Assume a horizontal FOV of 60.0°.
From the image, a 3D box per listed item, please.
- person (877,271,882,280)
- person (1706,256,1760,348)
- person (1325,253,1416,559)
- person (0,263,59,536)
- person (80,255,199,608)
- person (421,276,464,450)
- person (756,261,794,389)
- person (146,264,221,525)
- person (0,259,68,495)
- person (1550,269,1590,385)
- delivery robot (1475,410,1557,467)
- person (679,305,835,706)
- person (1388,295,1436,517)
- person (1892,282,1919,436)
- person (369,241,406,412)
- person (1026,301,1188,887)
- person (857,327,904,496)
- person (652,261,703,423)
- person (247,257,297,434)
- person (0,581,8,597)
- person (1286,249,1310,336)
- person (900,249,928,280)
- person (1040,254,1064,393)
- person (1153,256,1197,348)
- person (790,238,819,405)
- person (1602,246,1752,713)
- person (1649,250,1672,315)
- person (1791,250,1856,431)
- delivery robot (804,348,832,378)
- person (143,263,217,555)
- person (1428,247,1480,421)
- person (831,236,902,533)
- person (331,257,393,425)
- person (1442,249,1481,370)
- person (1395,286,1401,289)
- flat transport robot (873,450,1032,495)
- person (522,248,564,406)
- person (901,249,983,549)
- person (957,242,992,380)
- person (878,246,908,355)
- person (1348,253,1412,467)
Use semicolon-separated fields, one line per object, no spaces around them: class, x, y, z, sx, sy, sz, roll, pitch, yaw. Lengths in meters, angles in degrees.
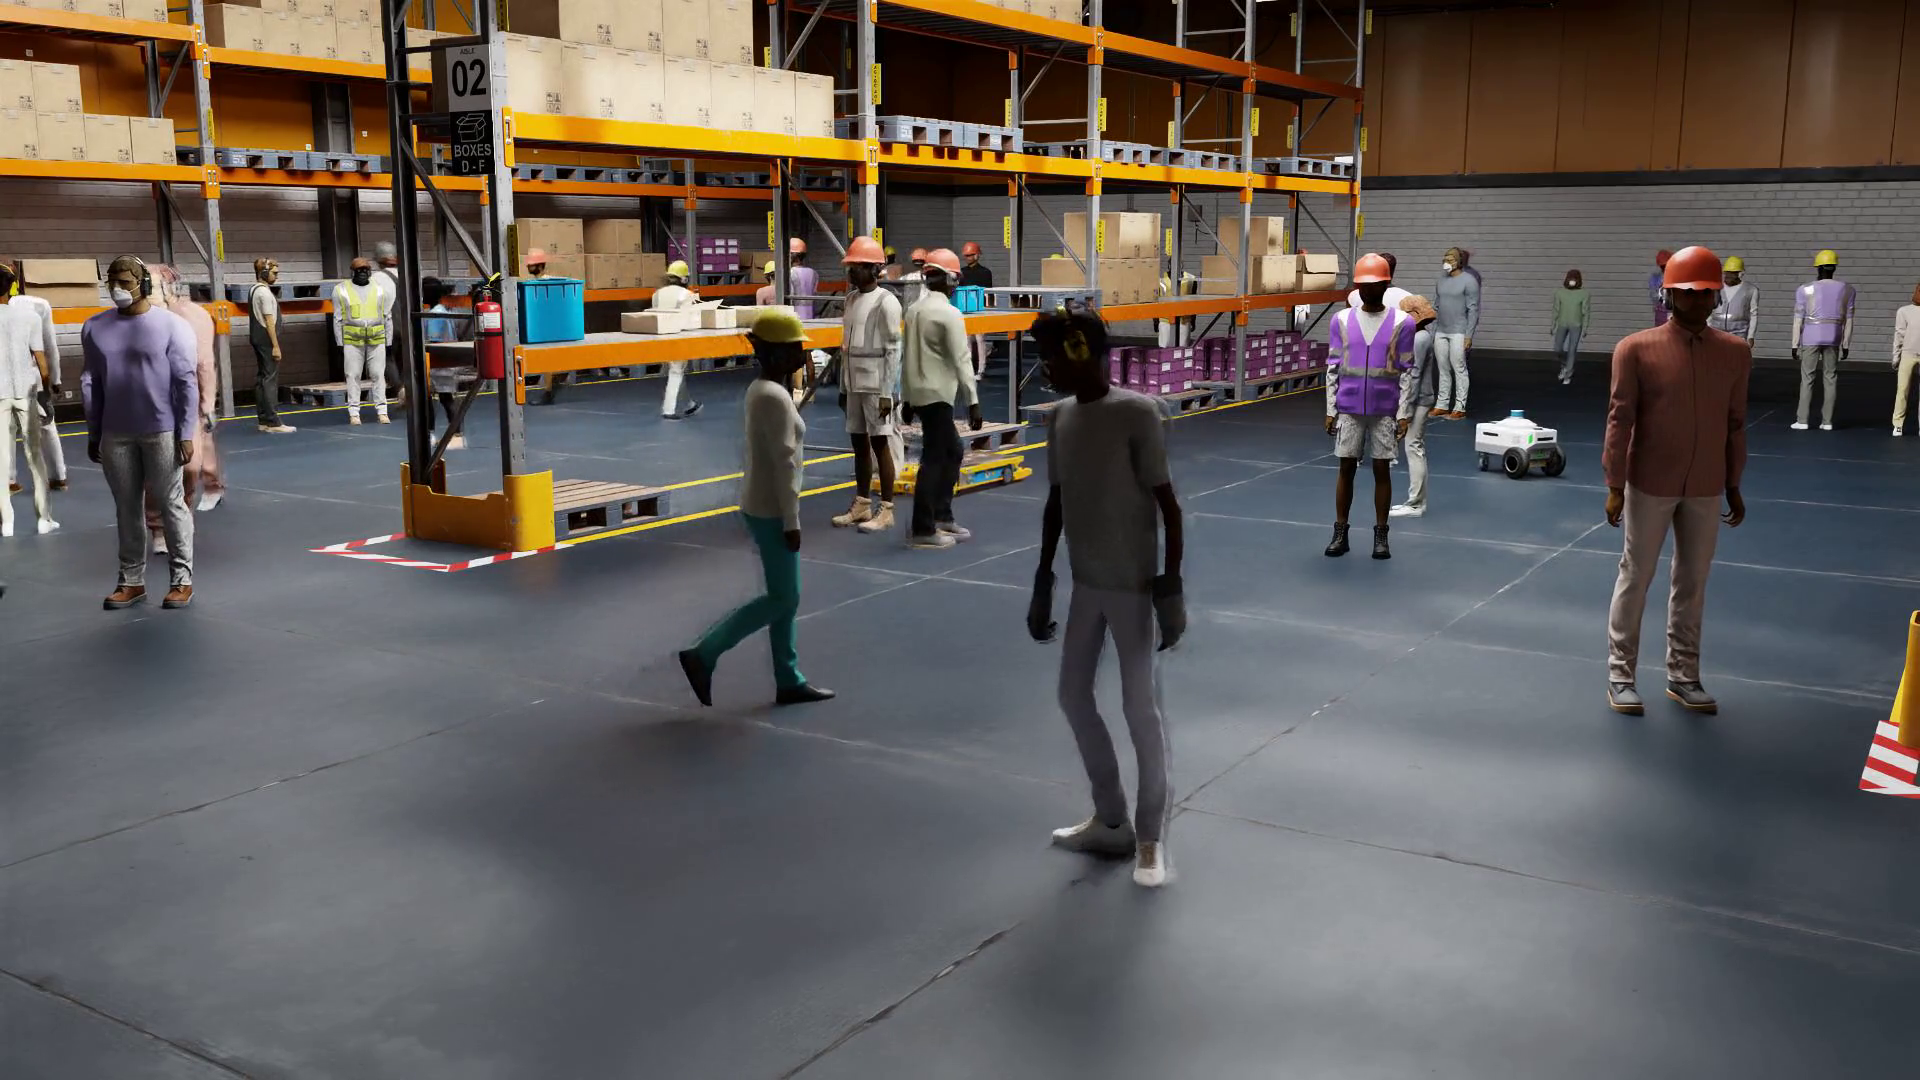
person;-1.288;-3.171;24.158;0.377;1.700;0.579;-1;10;-7
person;9.238;-2.484;19.979;0.598;1.828;0.403;8;13;37
person;2.595;-0.843;10.589;0.546;1.938;0.361;4;11;20
person;-6.512;-0.953;11.416;0.513;1.862;0.328;-5;11;-27
person;-4.502;-0.585;9.157;0.632;1.940;0.372;0;10;-1
person;-5.109;-1.688;15.984;0.640;1.674;0.548;-3;11;-16
person;-2.358;-2.659;21.157;0.523;1.759;0.350;-6;12;-32
person;-5.725;-1.076;12.132;0.638;1.861;0.990;-1;10;-3
person;-7.495;-1.294;13.252;0.600;1.876;0.356;-9;14;-41
person;8.591;-3.000;23.393;0.520;1.617;0.441;6;12;32
delivery robot;4.795;-0.880;14.363;0.477;0.478;0.707;-5;11;-25
person;-0.863;-0.121;7.090;0.619;1.751;0.531;-3;11;-15
person;3.335;-0.985;12.250;0.299;1.622;0.503;3;11;17
person;9.870;-1.863;17.114;0.493;1.625;0.281;5;11;27
person;-6.601;-2.484;19.392;0.572;2.000;0.698;8;13;38
person;0.477;0.171;5.299;0.360;1.843;0.589;-9;13;-40
person;-0.629;-1.168;13.238;0.312;1.634;0.519;-8;13;-38
person;-3.113;-2.228;18.677;0.616;1.782;0.913;6;12;30
person;-7.248;-2.029;17.431;0.344;1.841;0.504;-8;13;-38
person;-5.679;-0.511;8.902;0.931;1.880;0.651;-9;13;-39
person;5.333;-3.651;26.319;0.576;1.878;0.351;-10;14;-42
person;-0.553;-2.986;22.566;0.581;1.891;0.904;1;10;7
person;1.287;-2.874;22.133;0.404;1.832;0.600;-3;11;-16
person;2.980;-3.046;23.090;0.621;1.837;0.429;0;10;1
person;-2.004;-2.676;20.453;0.376;2.042;0.615;6;12;31
person;3.062;-0.245;7.110;0.624;1.993;0.385;-1;10;-4
person;10.600;-3.386;24.864;0.625;1.870;0.800;1;10;5
person;9.178;-2.121;17.738;0.590;1.919;0.401;2;10;11
delivery robot;-1.973;-2.453;23.083;0.477;0.478;0.707;0;10;0
person;-5.275;-0.885;10.995;0.648;1.878;0.823;-6;12;-30
person;5.552;-2.318;18.756;0.357;1.938;0.637;-5;11;-26
person;-0.654;-1.074;11.562;0.365;2.048;0.607;-8;13;-38
person;-6.544;-2.177;18.281;0.624;1.837;0.429;-5;12;-27
person;7.716;-3.534;25.652;0.652;1.881;0.735;-3;11;-16
person;5.760;-2.904;22.664;0.540;1.700;0.316;1;10;4
flat transport robot;-0.040;-0.563;13.656;0.652;0.197;1.431;6;12;32
person;-5.130;-2.594;20.321;0.406;1.924;0.582;-7;13;-35
person;-0.099;-0.919;10.947;0.640;1.958;0.687;-5;11;-25
person;0.182;-3.317;24.134;0.623;1.992;0.397;8;13;37
person;-1.190;-4.186;29.164;0.641;1.919;0.404;-5;11;-26
person;3.746;-1.601;14.885;0.592;1.909;0.407;4;11;19
